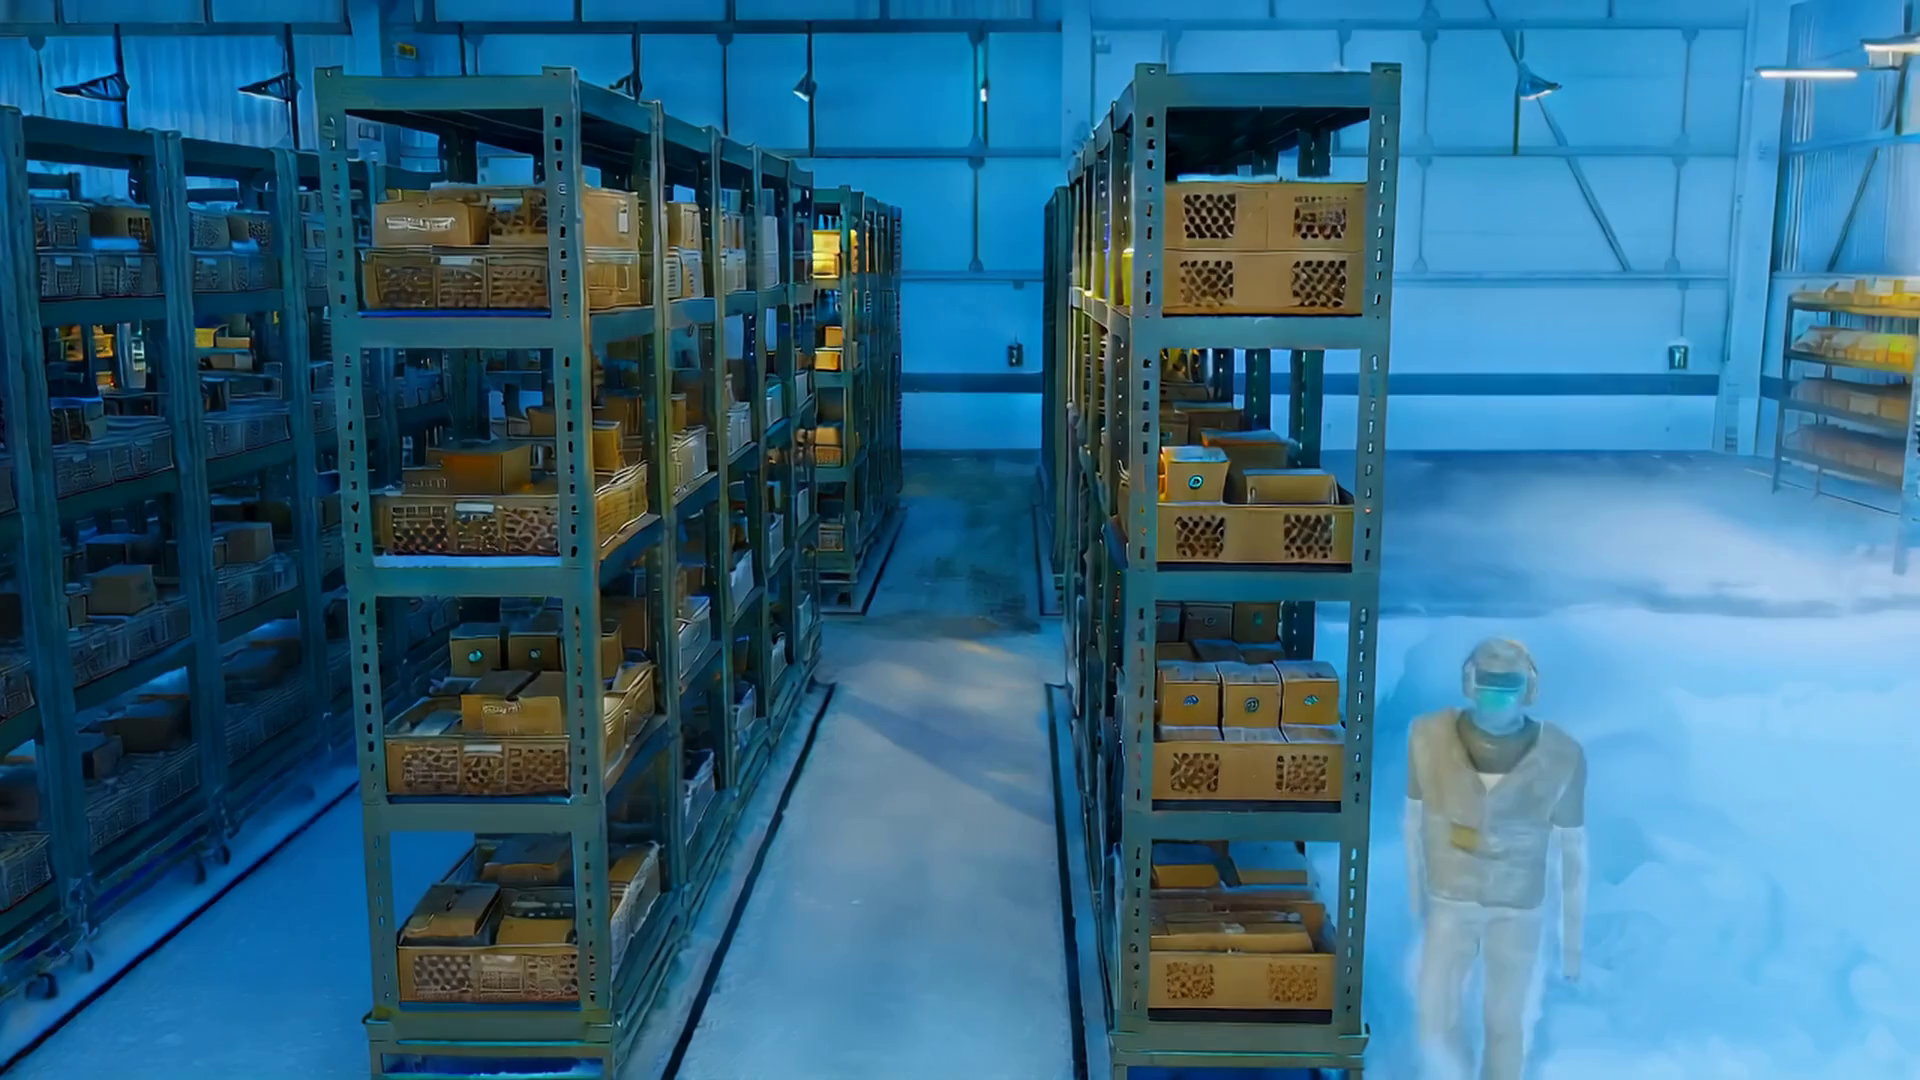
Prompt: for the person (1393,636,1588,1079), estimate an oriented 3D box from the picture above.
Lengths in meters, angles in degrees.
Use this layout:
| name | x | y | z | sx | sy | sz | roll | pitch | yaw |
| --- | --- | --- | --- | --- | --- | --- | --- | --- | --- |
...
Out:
| name | x | y | z | sx | sy | sz | roll | pitch | yaw |
| --- | --- | --- | --- | --- | --- | --- | --- | --- | --- |
| person | 1.732 | 1.202 | 5.446 | 0.601 | 1.826 | 0.446 | 4 | 10 | 22 |
